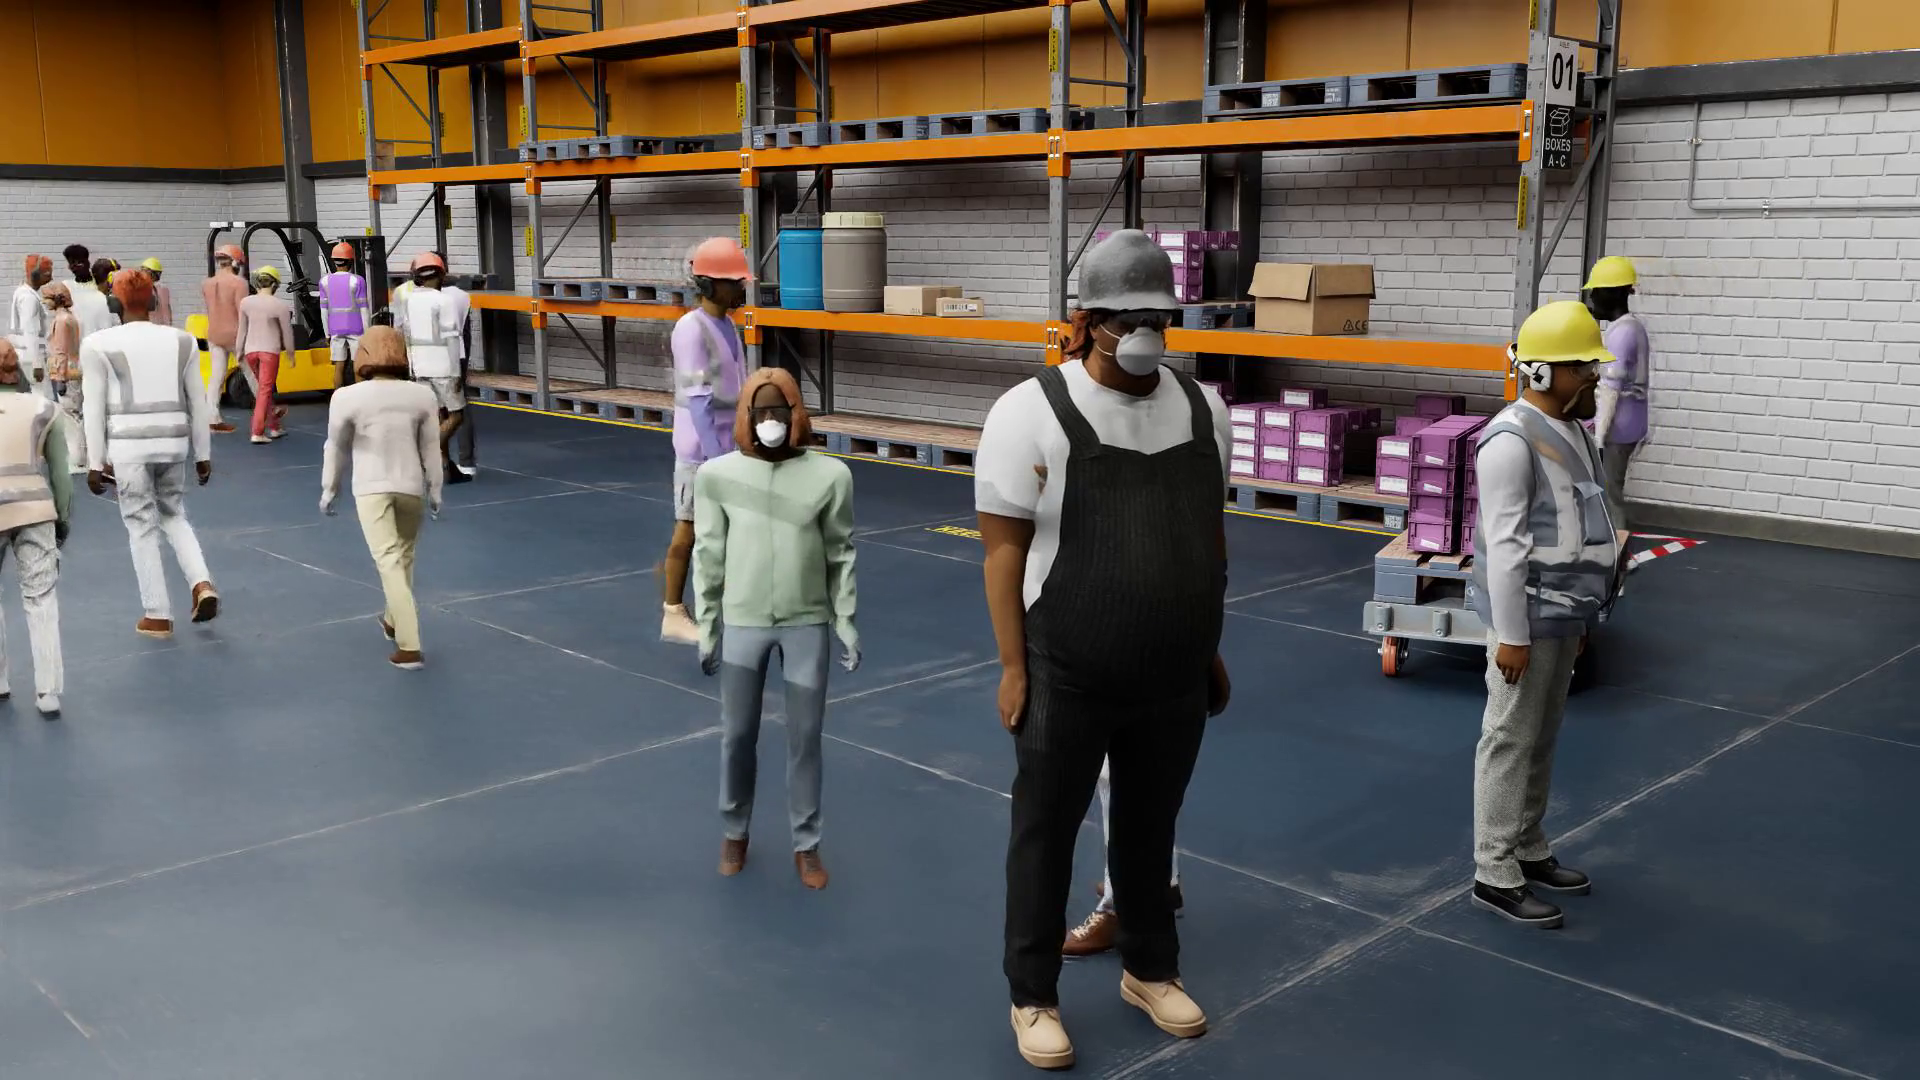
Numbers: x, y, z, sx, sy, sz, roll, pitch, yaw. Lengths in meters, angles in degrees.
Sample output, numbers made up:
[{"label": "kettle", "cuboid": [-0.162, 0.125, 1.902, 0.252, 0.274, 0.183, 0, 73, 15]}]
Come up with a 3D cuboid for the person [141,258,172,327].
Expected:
[{"label": "person", "cuboid": [-9.956, -2.593, 20.496, 0.524, 1.748, 0.481, 2, 11, 9]}]

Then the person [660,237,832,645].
[{"label": "person", "cuboid": [-1.082, -0.444, 8.065, 0.971, 1.997, 0.610, 3, 11, 17]}]

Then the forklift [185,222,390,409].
[{"label": "forklift", "cuboid": [-8.169, -2.758, 20.163, 2.313, 2.155, 1.214, -10, 14, -44]}]

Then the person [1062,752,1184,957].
[{"label": "person", "cuboid": [0.473, 0.252, 4.738, 0.354, 1.841, 0.653, 3, 11, 15]}]

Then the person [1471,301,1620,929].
[{"label": "person", "cuboid": [1.738, 0.212, 4.956, 0.403, 1.833, 0.590, 8, 13, 36]}]

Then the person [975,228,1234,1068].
[{"label": "person", "cuboid": [0.404, 0.267, 4.088, 0.682, 2.000, 0.536, -4, 11, -22]}]

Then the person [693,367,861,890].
[{"label": "person", "cuboid": [-0.569, 0.276, 5.182, 0.504, 1.639, 0.302, -2, 11, -9]}]

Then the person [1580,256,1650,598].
[{"label": "person", "cuboid": [3.594, -0.610, 9.241, 0.417, 1.912, 0.585, 4, 11, 19]}]

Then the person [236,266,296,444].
[{"label": "person", "cuboid": [-6.759, -1.812, 16.281, 0.540, 1.709, 0.780, 2, 11, 12]}]

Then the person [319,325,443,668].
[{"label": "person", "cuboid": [-2.768, -0.221, 7.948, 0.521, 1.589, 0.829, -8, 13, -38]}]

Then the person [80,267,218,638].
[{"label": "person", "cuboid": [-4.074, -0.426, 8.359, 0.437, 1.870, 0.576, 8, 13, 38]}]

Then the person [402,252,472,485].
[{"label": "person", "cuboid": [-4.247, -1.363, 13.399, 0.591, 1.894, 0.558, 5, 12, 26]}]

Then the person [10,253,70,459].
[{"label": "person", "cuboid": [-8.371, -1.625, 14.886, 0.596, 1.863, 0.632, -6, 12, -28]}]

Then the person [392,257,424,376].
[{"label": "person", "cuboid": [-5.397, -1.966, 16.928, 0.622, 1.798, 0.902, -6, 12, -28]}]

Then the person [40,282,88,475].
[{"label": "person", "cuboid": [-7.581, -1.364, 14.098, 0.338, 1.631, 0.519, -4, 11, -21]}]

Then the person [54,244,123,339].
[{"label": "person", "cuboid": [-8.486, -1.922, 16.282, 0.632, 1.940, 0.502, -2, 11, -9]}]

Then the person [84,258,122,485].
[{"label": "person", "cuboid": [-6.902, -1.354, 13.481, 0.473, 1.840, 0.560, -9, 14, -42]}]

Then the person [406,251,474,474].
[{"label": "person", "cuboid": [-4.463, -1.503, 14.172, 0.828, 1.880, 0.669, 9, 14, 42]}]

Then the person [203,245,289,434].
[{"label": "person", "cuboid": [-7.450, -2.075, 17.204, 0.681, 1.912, 1.053, 4, 11, 21]}]

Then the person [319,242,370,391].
[{"label": "person", "cuboid": [-6.820, -2.330, 18.526, 0.543, 1.939, 0.360, 0, 10, 2]}]

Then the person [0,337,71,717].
[{"label": "person", "cuboid": [-4.075, -0.067, 7.104, 0.526, 1.597, 0.760, -8, 13, -38]}]
